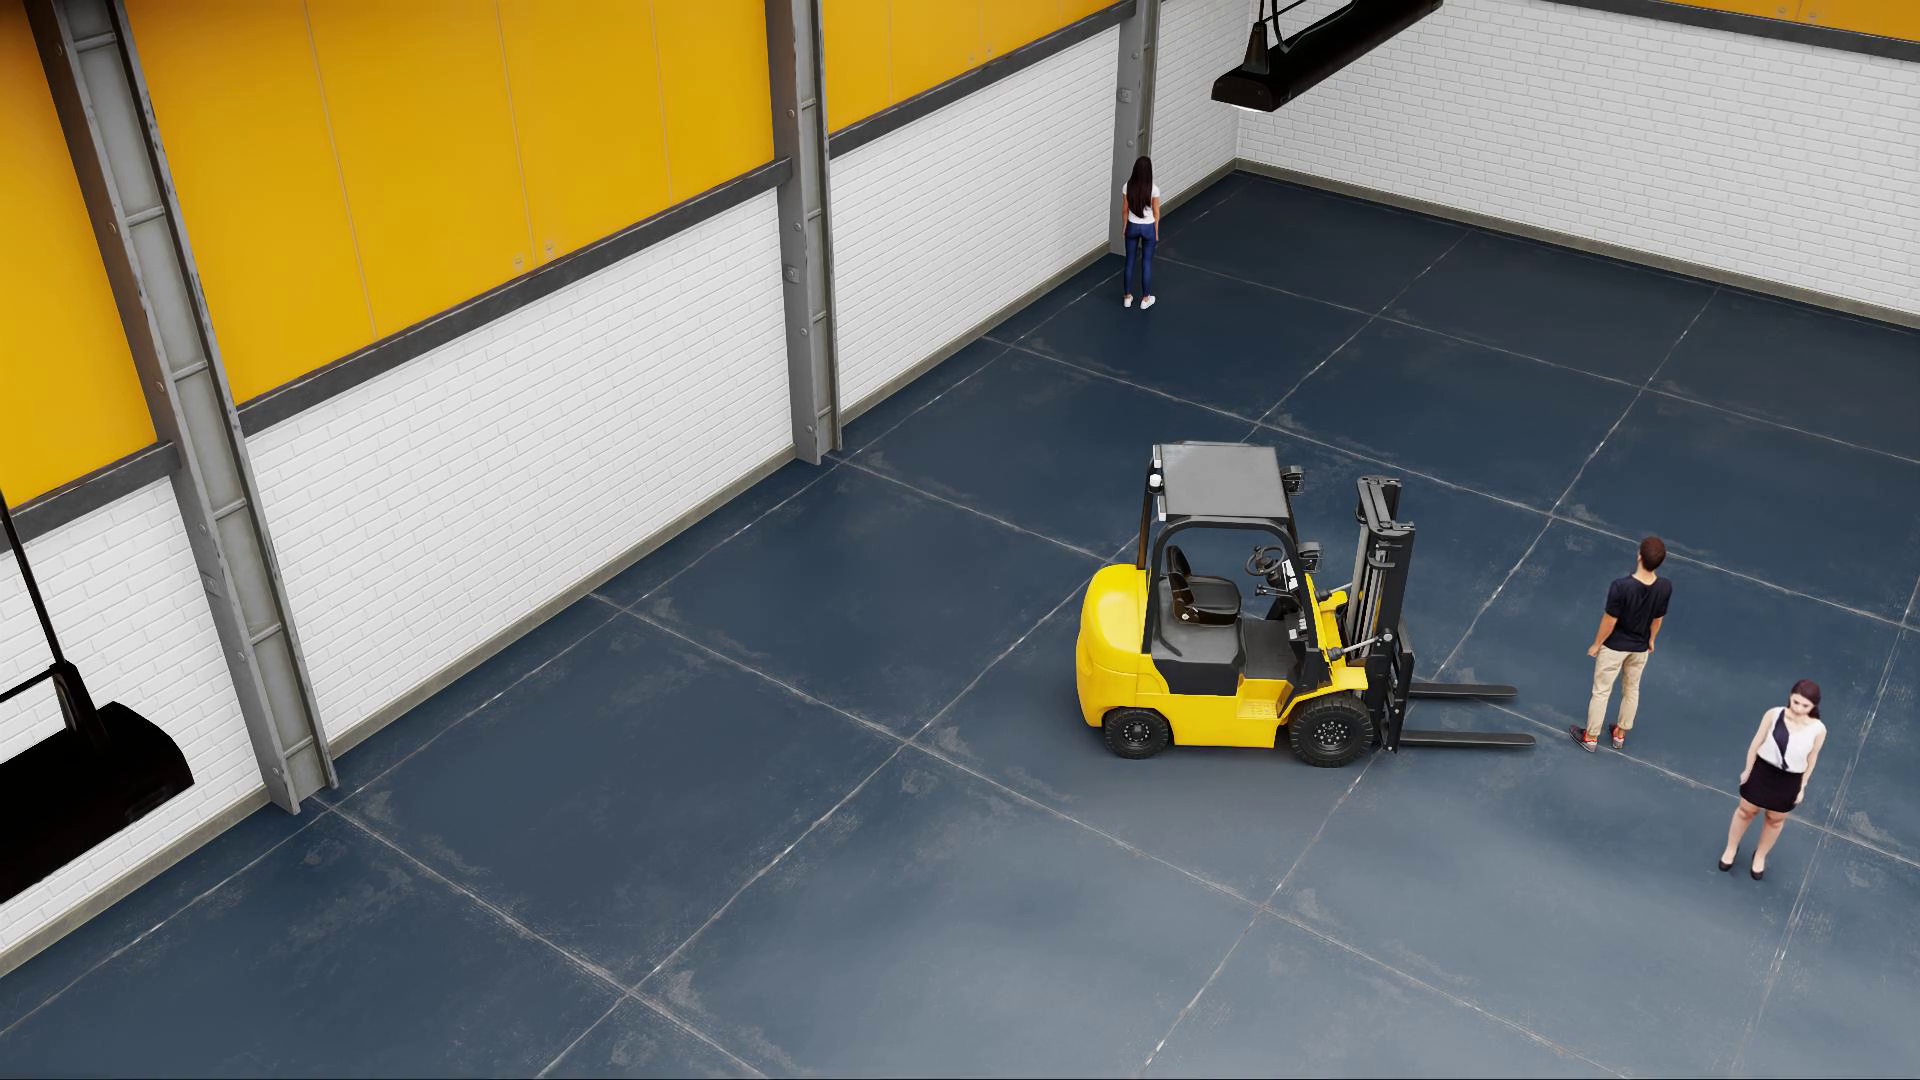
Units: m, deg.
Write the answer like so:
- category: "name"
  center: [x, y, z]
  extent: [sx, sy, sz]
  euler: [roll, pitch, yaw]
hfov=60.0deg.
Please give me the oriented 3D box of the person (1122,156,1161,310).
- category: "person"
  center: [2.021, -3.445, 18.635]
  extent: [0.634, 1.775, 0.593]
  euler: [12, 36, 18]

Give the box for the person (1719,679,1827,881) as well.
- category: "person"
  center: [5.467, 1.605, 11.153]
  extent: [0.579, 1.647, 0.543]
  euler: [16, 37, 22]

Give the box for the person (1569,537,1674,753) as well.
- category: "person"
  center: [4.892, 0.771, 12.216]
  extent: [0.698, 1.859, 0.746]
  euler: [-4, 34, -6]
